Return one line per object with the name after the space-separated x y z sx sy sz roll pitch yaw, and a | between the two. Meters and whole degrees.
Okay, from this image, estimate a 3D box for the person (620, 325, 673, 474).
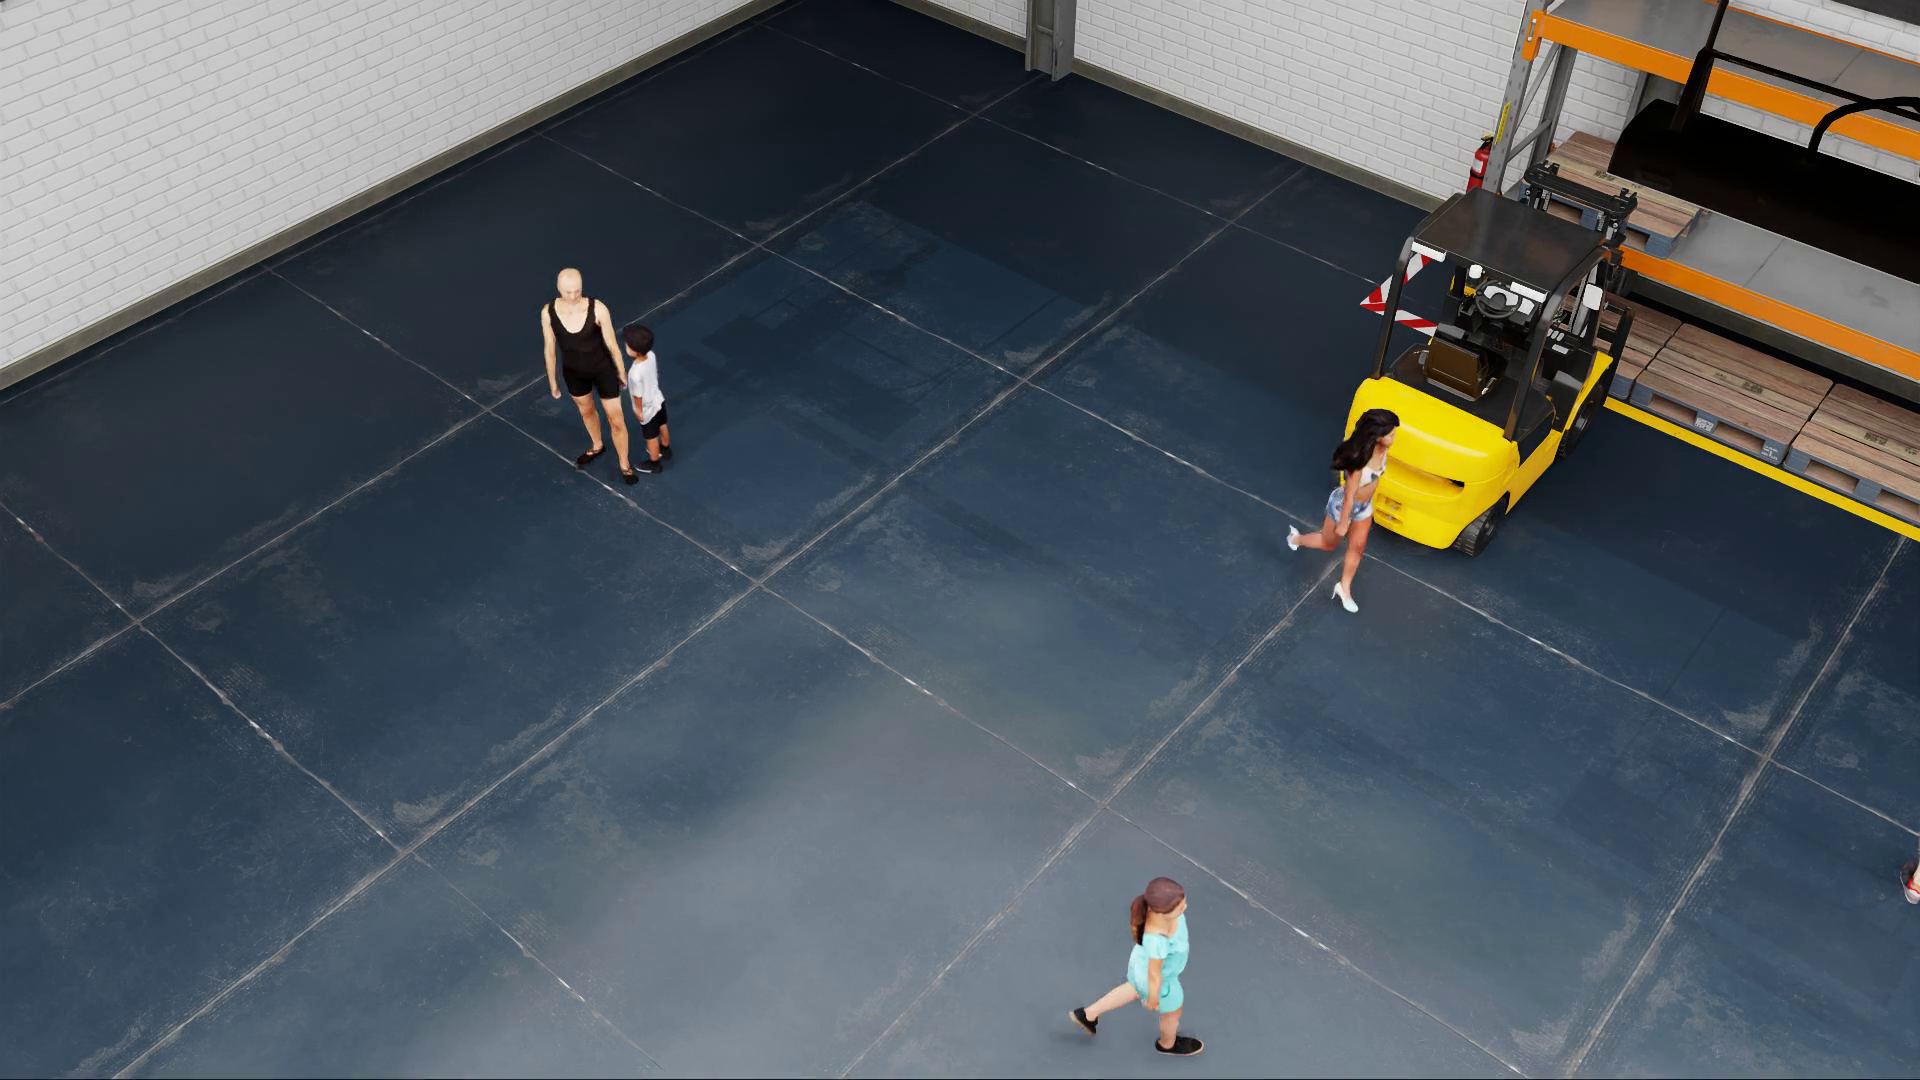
-2.274 -1.038 12.157 0.588 1.257 0.564 12 45 13 | person

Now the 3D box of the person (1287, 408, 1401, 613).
2.534 -0.231 11.071 0.673 1.585 0.968 -30 51 -28 | person

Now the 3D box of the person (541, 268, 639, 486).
-2.677 -1.240 11.970 0.889 1.806 0.959 6 44 6 | person

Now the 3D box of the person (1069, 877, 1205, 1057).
0.943 2.196 8.554 1.009 1.544 0.924 0 44 0 | person
